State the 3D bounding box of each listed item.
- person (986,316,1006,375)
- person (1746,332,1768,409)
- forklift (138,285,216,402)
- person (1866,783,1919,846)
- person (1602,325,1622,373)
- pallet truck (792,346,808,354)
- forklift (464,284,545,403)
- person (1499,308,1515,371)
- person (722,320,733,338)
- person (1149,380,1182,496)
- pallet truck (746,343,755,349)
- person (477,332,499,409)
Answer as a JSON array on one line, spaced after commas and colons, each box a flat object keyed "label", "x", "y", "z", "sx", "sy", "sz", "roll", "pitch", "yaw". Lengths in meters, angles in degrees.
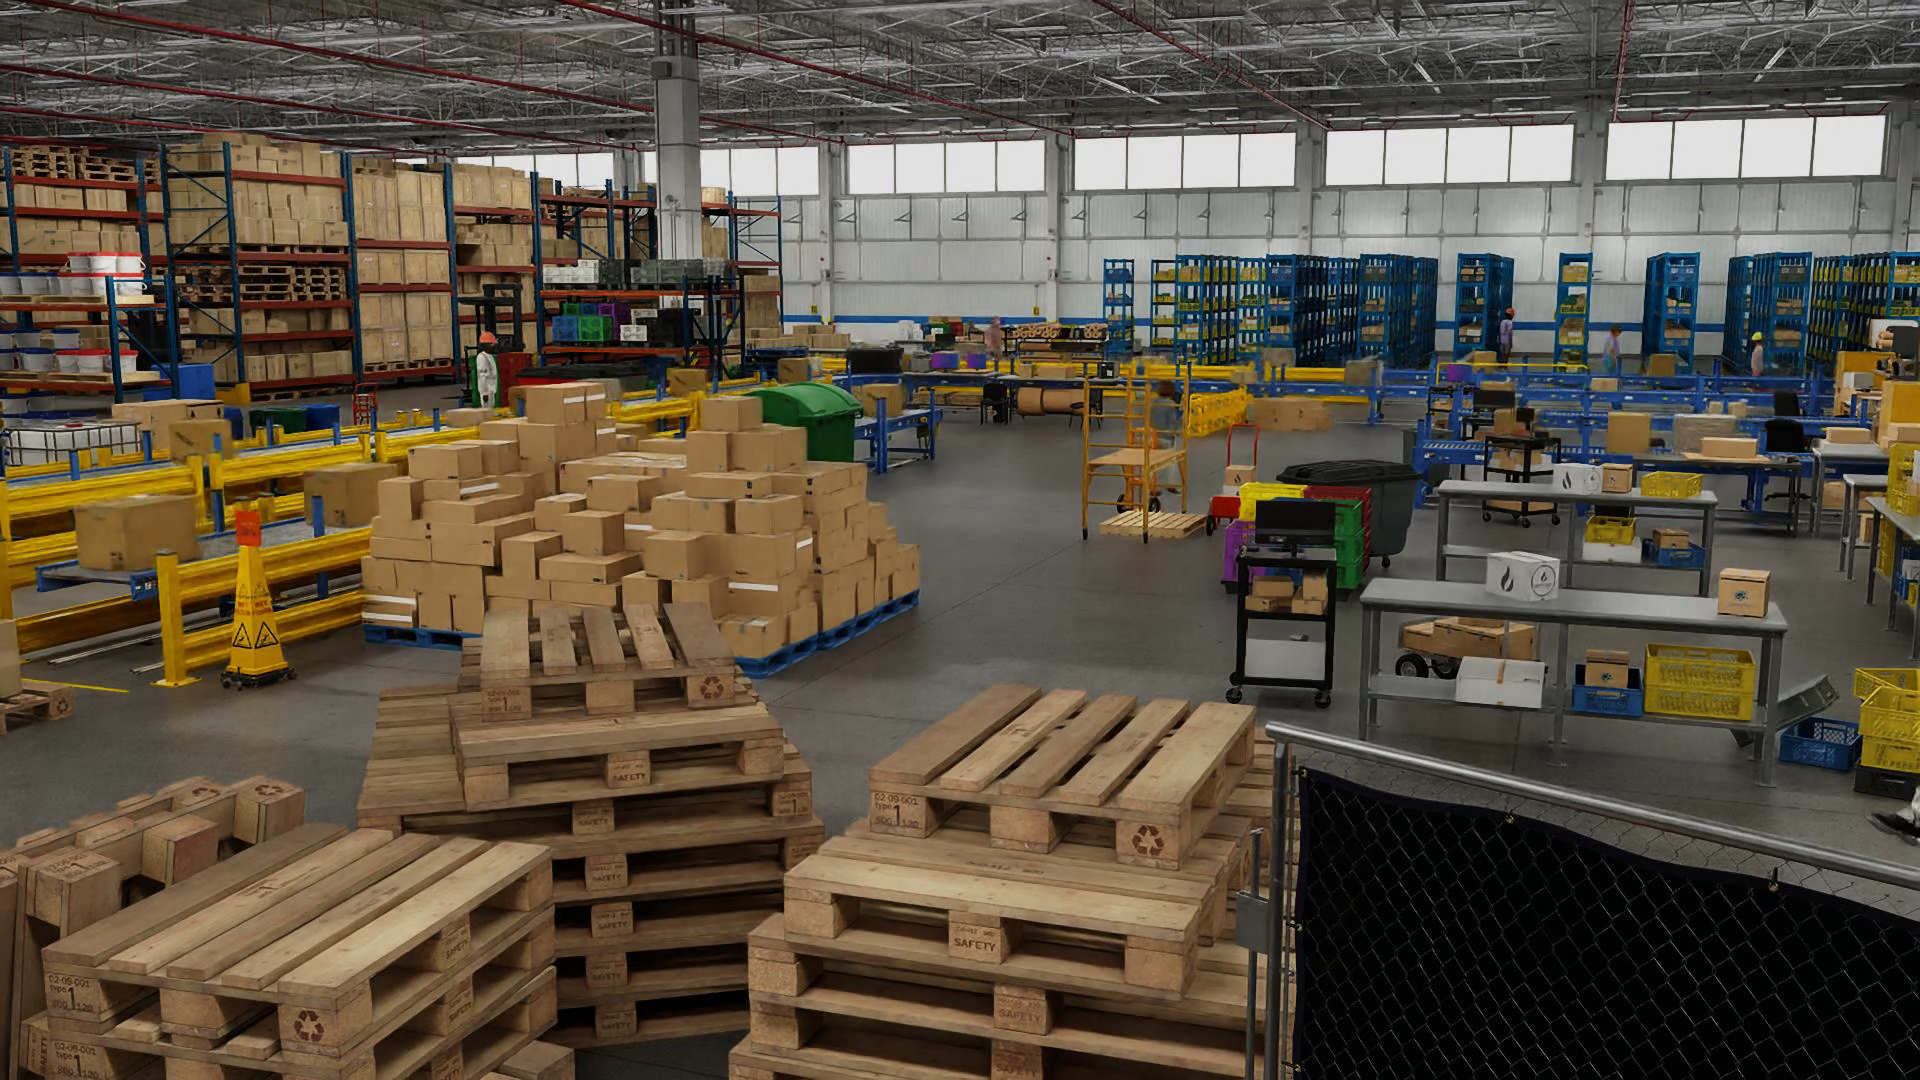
[{"label": "person", "x": 0.982, "y": -5.501, "z": 47.856, "sx": 1.007, "sy": 1.860, "sz": 0.662, "roll": 6, "pitch": 11, "yaw": 34}, {"label": "person", "x": 18.175, "y": -3.839, "z": 37.761, "sx": 0.598, "sy": 1.752, "sz": 0.528, "roll": 5, "pitch": 10, "yaw": 29}, {"label": "forklift", "x": -17.480, "y": -4.200, "z": 36.461, "sx": 1.873, "sy": 2.768, "sz": 1.129, "roll": 3, "pitch": 10, "yaw": 19}, {"label": "person", "x": 5.289, "y": 0.795, "z": 8.611, "sx": 0.940, "sy": 1.757, "sz": 0.596, "roll": 3, "pitch": 10, "yaw": 18}, {"label": "person", "x": 15.935, "y": -4.322, "z": 40.541, "sx": 0.537, "sy": 1.827, "sz": 0.590, "roll": 6, "pitch": 11, "yaw": 33}, {"label": "pallet truck", "x": -3.705, "y": -4.298, "z": 42.022, "sx": 0.653, "sy": 1.274, "sz": 1.630, "roll": 3, "pitch": 10, "yaw": 20}, {"label": "forklift", "x": -10.832, "y": -4.702, "z": 39.610, "sx": 1.129, "sy": 2.768, "sz": 1.873, "roll": 3, "pitch": 10, "yaw": 20}, {"label": "person", "x": 16.594, "y": -5.997, "z": 50.402, "sx": 0.399, "sy": 2.033, "sz": 0.605, "roll": -1, "pitch": 9, "yaw": -8}, {"label": "person", "x": -6.855, "y": -5.527, "z": 48.181, "sx": 0.628, "sy": 1.800, "sz": 0.464, "roll": 6, "pitch": 11, "yaw": 33}, {"label": "person", "x": 2.833, "y": -1.401, "z": 22.857, "sx": 0.586, "sy": 1.614, "sz": 0.512, "roll": -8, "pitch": 12, "yaw": -42}, {"label": "pallet truck", "x": -6.183, "y": -4.618, "z": 44.264, "sx": 1.601, "sy": 1.201, "sz": 0.680, "roll": -9, "pitch": 12, "yaw": -43}, {"label": "person", "x": -8.251, "y": -2.624, "z": 29.183, "sx": 0.384, "sy": 2.041, "sz": 0.615, "roll": 0, "pitch": 9, "yaw": -3}]
